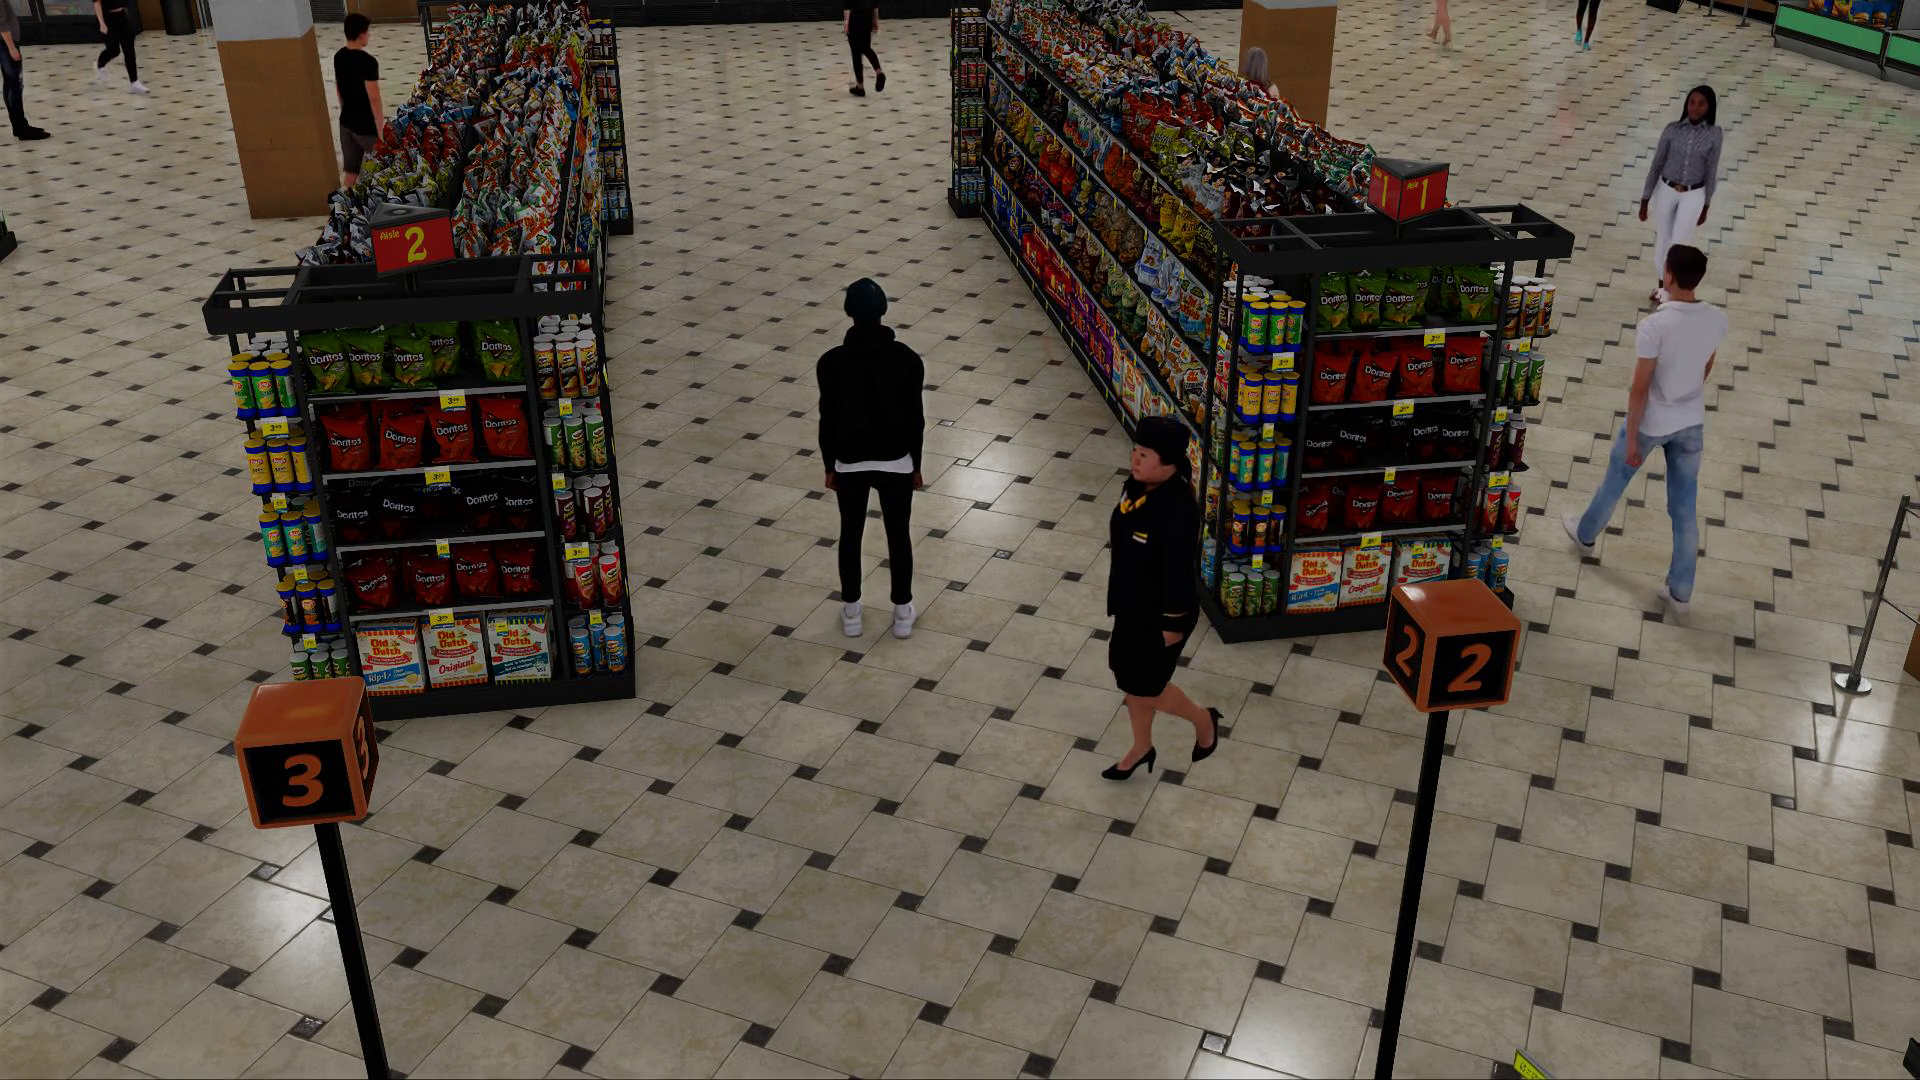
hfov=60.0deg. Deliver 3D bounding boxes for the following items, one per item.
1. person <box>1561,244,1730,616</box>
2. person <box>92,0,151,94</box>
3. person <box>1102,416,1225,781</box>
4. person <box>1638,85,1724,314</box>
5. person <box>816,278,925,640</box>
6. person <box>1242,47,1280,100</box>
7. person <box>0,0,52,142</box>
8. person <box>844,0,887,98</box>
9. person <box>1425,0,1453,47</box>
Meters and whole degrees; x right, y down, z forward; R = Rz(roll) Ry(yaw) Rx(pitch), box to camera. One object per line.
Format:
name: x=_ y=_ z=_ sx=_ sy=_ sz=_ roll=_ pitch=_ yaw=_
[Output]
person: x=3.549 y=-0.494 z=8.236 sx=0.654 sy=1.792 sz=1.193 roll=-4 pitch=27 yaw=-7
person: x=-9.876 y=-6.012 z=19.308 sx=0.975 sy=1.620 sz=1.026 roll=9 pitch=28 yaw=18
person: x=0.863 y=0.274 z=6.866 sx=0.783 sy=1.663 sz=0.738 roll=-7 pitch=28 yaw=-14
person: x=5.315 y=-2.483 z=12.291 sx=1.129 sy=1.673 sz=1.178 roll=17 pitch=32 yaw=31
person: x=-0.417 y=-0.376 z=7.976 sx=0.704 sy=1.818 sz=0.645 roll=0 pitch=27 yaw=0
person: x=2.325 y=-3.018 z=13.331 sx=0.642 sy=1.686 sz=1.130 roll=-5 pitch=27 yaw=-11
person: x=-9.943 y=-5.150 z=17.298 sx=0.837 sy=1.901 sz=0.684 roll=-17 pitch=32 yaw=-31
person: x=-1.095 y=-5.932 z=19.062 sx=0.809 sy=1.700 sz=0.919 roll=-20 pitch=33 yaw=-34
person: x=6.435 y=-7.358 z=21.909 sx=0.590 sy=1.667 sz=1.084 roll=-5 pitch=27 yaw=-9
